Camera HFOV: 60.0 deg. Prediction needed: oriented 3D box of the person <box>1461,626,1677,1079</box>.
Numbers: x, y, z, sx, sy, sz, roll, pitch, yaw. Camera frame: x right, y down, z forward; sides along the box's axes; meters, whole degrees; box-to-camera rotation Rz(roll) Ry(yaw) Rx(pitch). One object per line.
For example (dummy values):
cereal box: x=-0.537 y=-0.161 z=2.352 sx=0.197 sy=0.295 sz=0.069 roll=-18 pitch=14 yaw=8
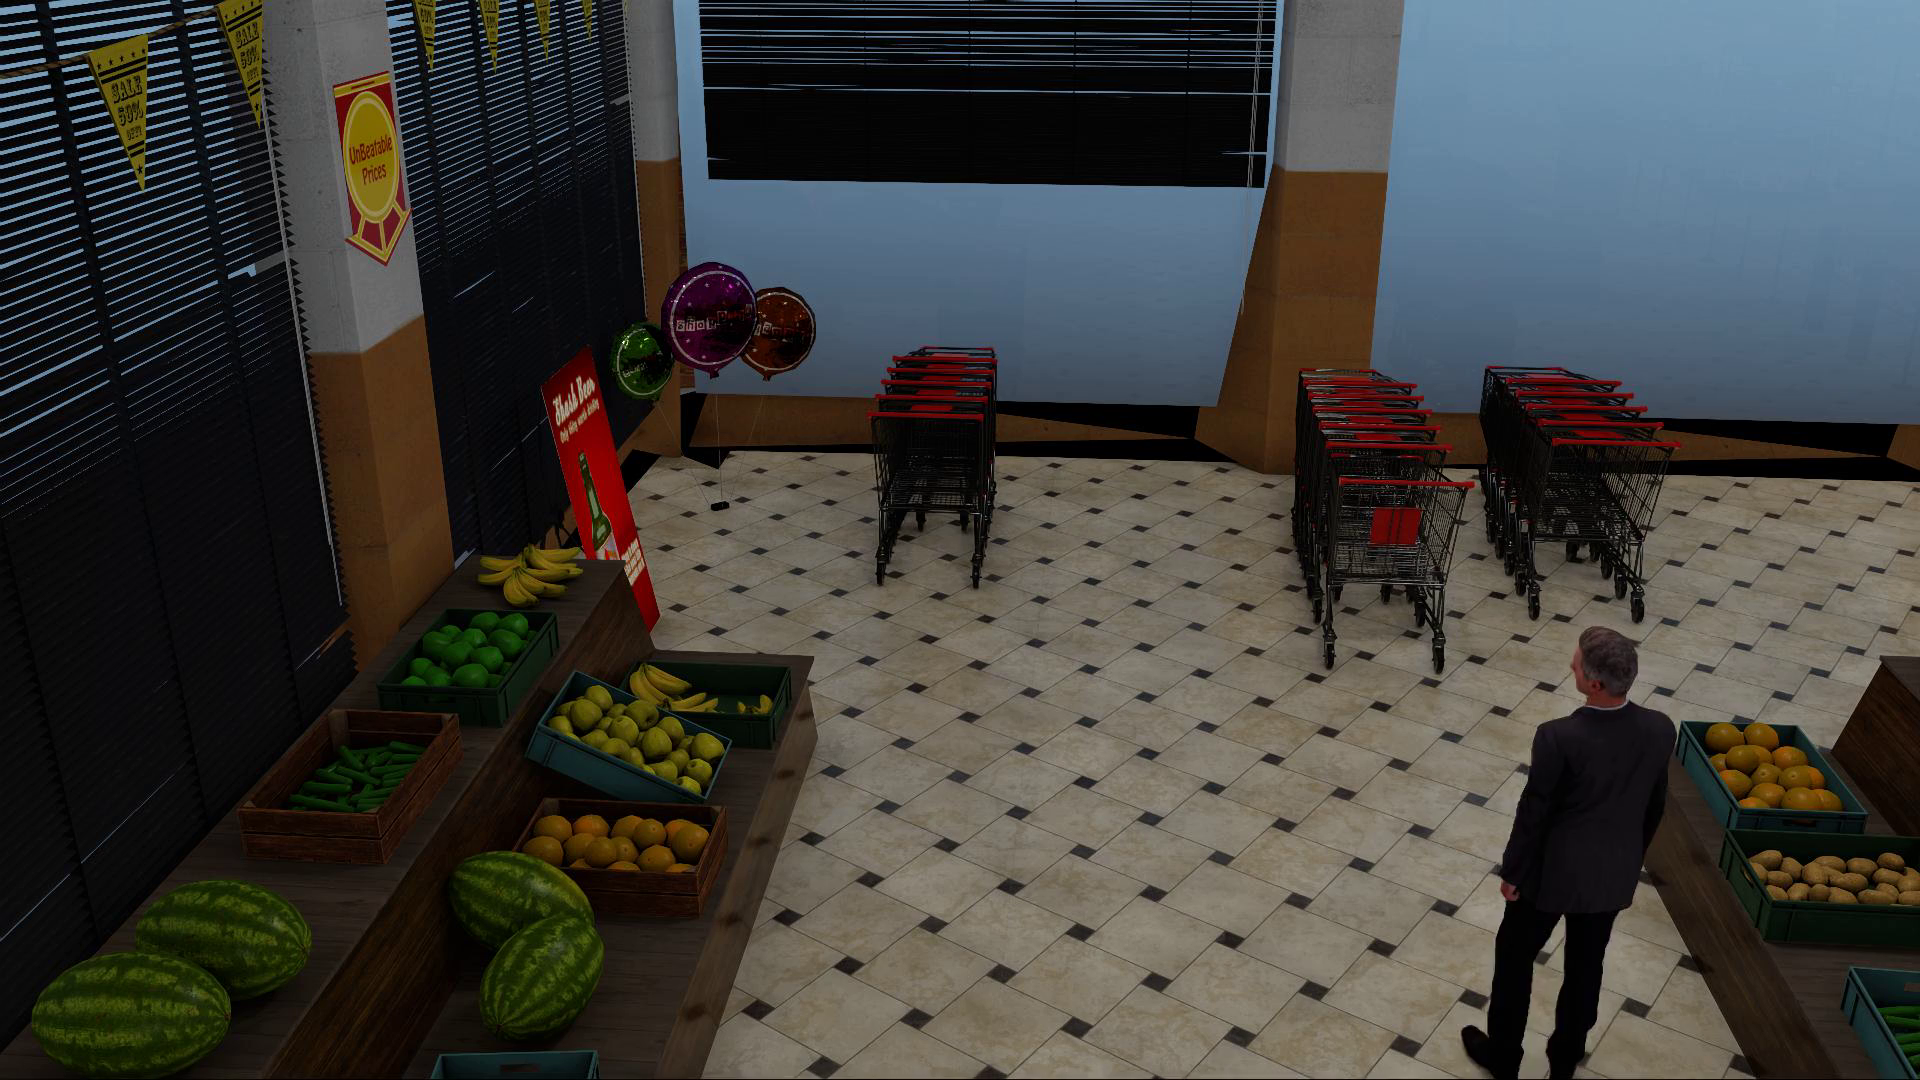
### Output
person: x=2.152 y=1.136 z=5.834 sx=0.816 sy=1.836 sz=0.745 roll=-1 pitch=22 yaw=-1
